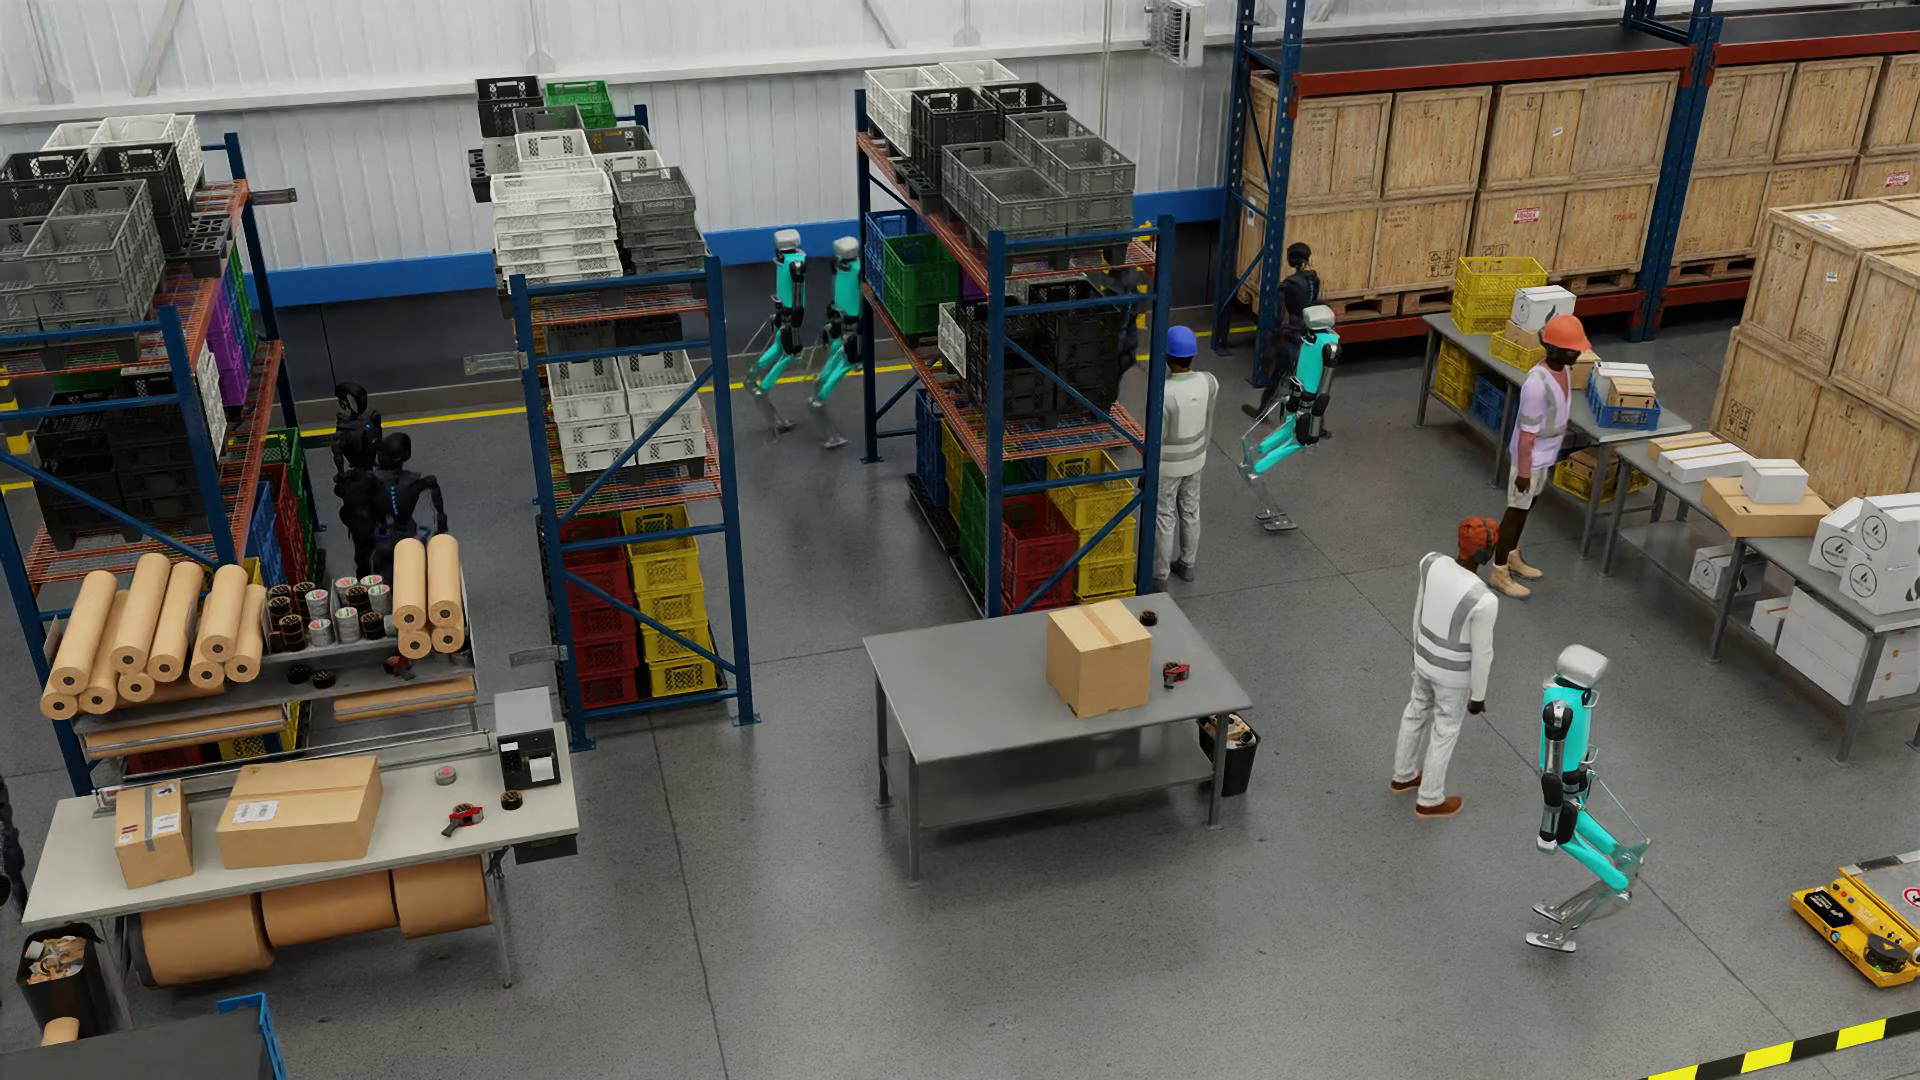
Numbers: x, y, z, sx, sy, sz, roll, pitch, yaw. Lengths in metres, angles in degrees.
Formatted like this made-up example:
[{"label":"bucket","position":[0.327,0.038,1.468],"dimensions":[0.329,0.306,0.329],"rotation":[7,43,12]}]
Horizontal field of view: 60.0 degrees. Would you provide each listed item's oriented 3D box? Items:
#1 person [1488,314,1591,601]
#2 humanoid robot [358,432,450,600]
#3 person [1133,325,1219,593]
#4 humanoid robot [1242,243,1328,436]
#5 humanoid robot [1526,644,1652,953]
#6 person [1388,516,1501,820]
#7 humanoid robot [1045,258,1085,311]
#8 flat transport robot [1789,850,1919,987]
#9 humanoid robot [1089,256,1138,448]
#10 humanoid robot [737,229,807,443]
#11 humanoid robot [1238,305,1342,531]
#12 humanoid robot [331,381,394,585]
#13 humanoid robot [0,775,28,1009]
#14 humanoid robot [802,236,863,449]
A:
[{"label":"person","position":[3.967,-0.583,11.381],"dimensions":[0.393,2.043,0.607],"rotation":[19,34,30]},{"label":"humanoid robot","position":[-3.551,0.058,10.624],"dimensions":[0.619,1.640,0.603],"rotation":[0,29,1]},{"label":"person","position":[1.473,-0.543,11.407],"dimensions":[0.601,1.948,0.382],"rotation":[-20,35,-32]},{"label":"humanoid robot","position":[2.783,-1.672,13.788],"dimensions":[0.587,1.621,0.785],"rotation":[-24,37,-36]},{"label":"humanoid robot","position":[3.115,1.316,8.103],"dimensions":[0.735,1.677,0.533],"rotation":[16,32,26]},{"label":"person","position":[2.694,0.710,9.206],"dimensions":[0.350,1.879,0.580],"rotation":[-13,31,-22]},{"label":"humanoid robot","position":[0.608,-1.691,13.750],"dimensions":[0.541,1.791,0.784],"rotation":[-24,37,-36]},{"label":"flat transport robot","position":[5.163,1.916,8.676],"dimensions":[1.431,0.231,0.659],"rotation":[-8,30,-14]},{"label":"humanoid robot","position":[1.244,-1.540,13.542],"dimensions":[0.528,1.650,0.609],"rotation":[25,37,37]},{"label":"humanoid robot","position":[-1.563,-1.613,13.597],"dimensions":[0.680,1.834,0.532],"rotation":[-10,30,-18]},{"label":"humanoid robot","position":[2.329,-0.871,12.114],"dimensions":[0.738,1.693,0.531],"rotation":[-5,29,-10]},{"label":"humanoid robot","position":[-4.003,-0.308,11.243],"dimensions":[0.315,1.657,0.599],"rotation":[7,30,13]},{"label":"humanoid robot","position":[-4.726,1.574,7.851],"dimensions":[0.623,1.627,0.524],"rotation":[6,29,10]},{"label":"humanoid robot","position":[-1.057,-1.491,13.407],"dimensions":[0.778,1.834,0.538],"rotation":[-20,34,-32]}]
